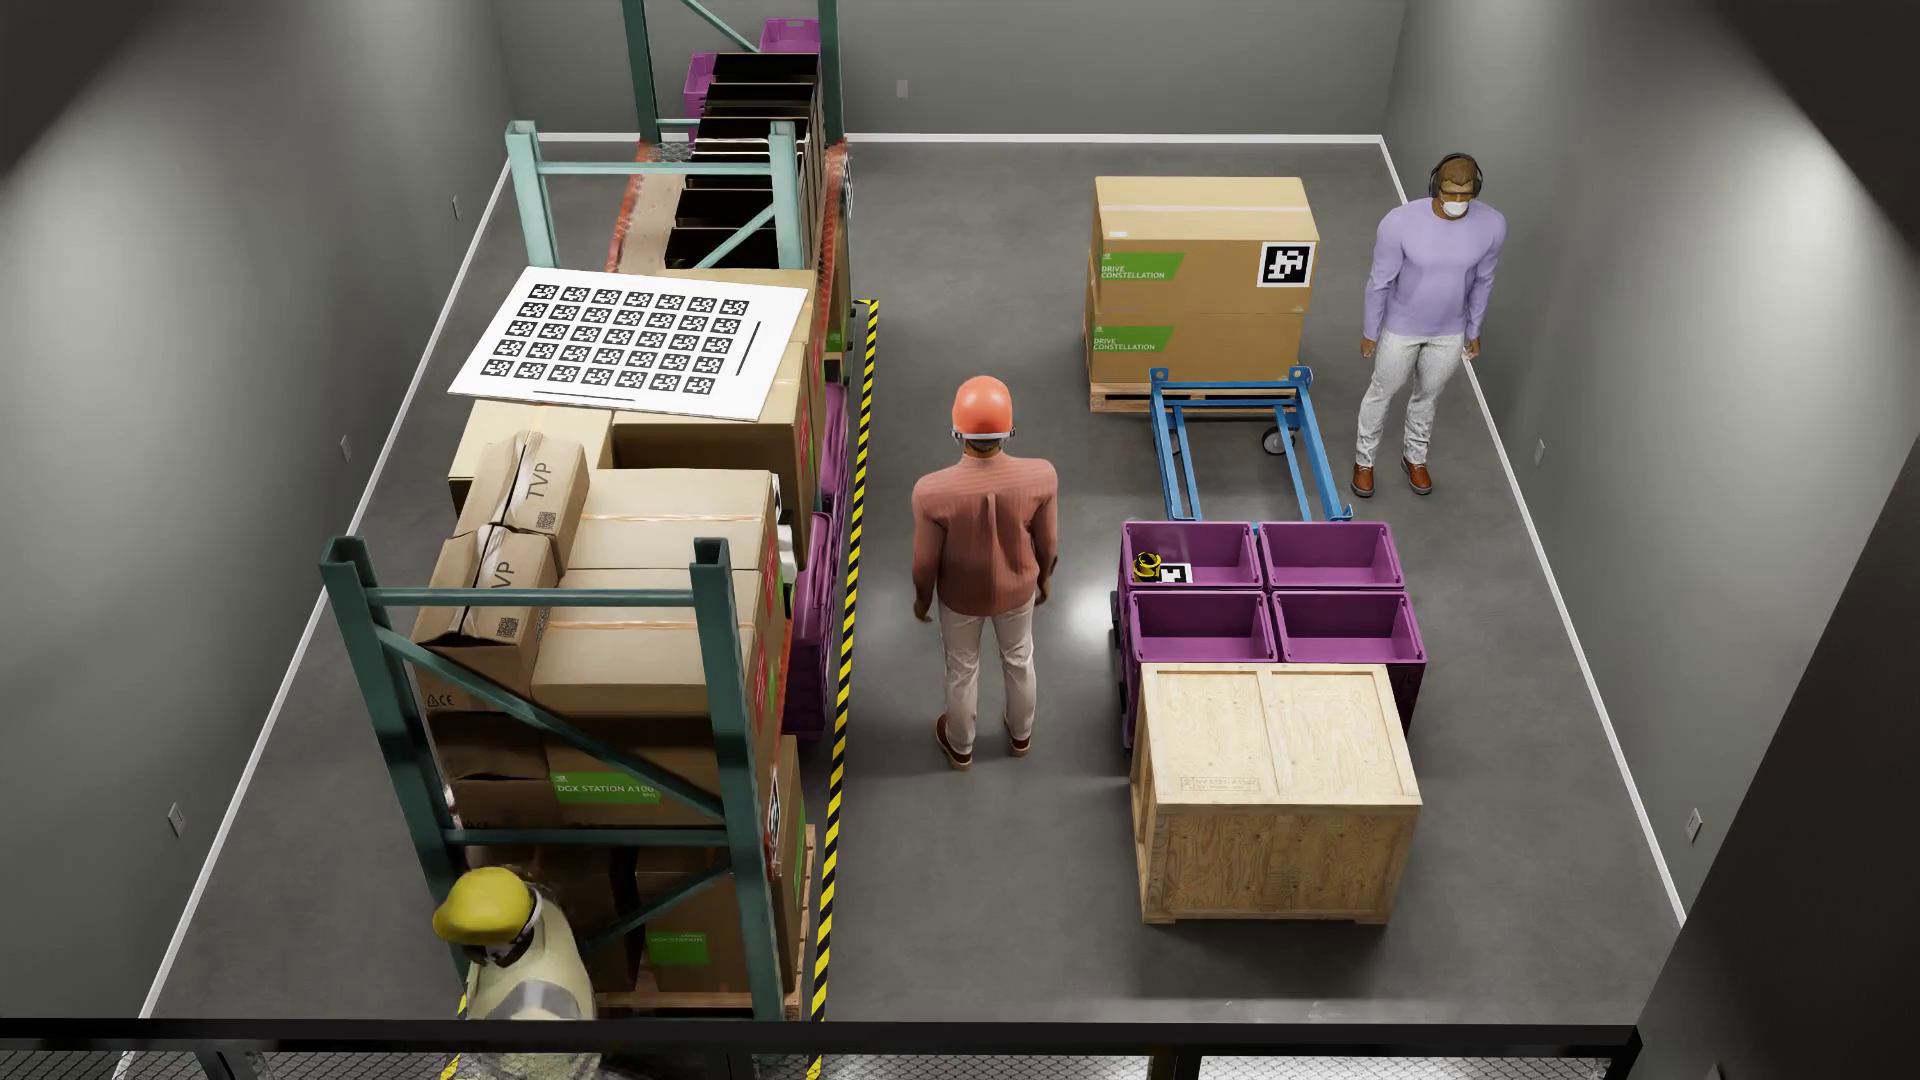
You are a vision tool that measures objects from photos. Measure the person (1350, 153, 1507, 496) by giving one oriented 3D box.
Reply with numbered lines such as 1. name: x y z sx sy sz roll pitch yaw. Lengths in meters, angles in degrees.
1. person: 2.315 -1.059 8.321 0.636 1.939 0.364 -2 41 -2

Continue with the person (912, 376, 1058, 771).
1. person: 0.099 0.169 6.878 0.608 1.996 0.382 -9 42 -10

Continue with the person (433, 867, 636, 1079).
1. person: -1.279 1.624 5.364 0.734 1.807 0.595 -8 42 -9
